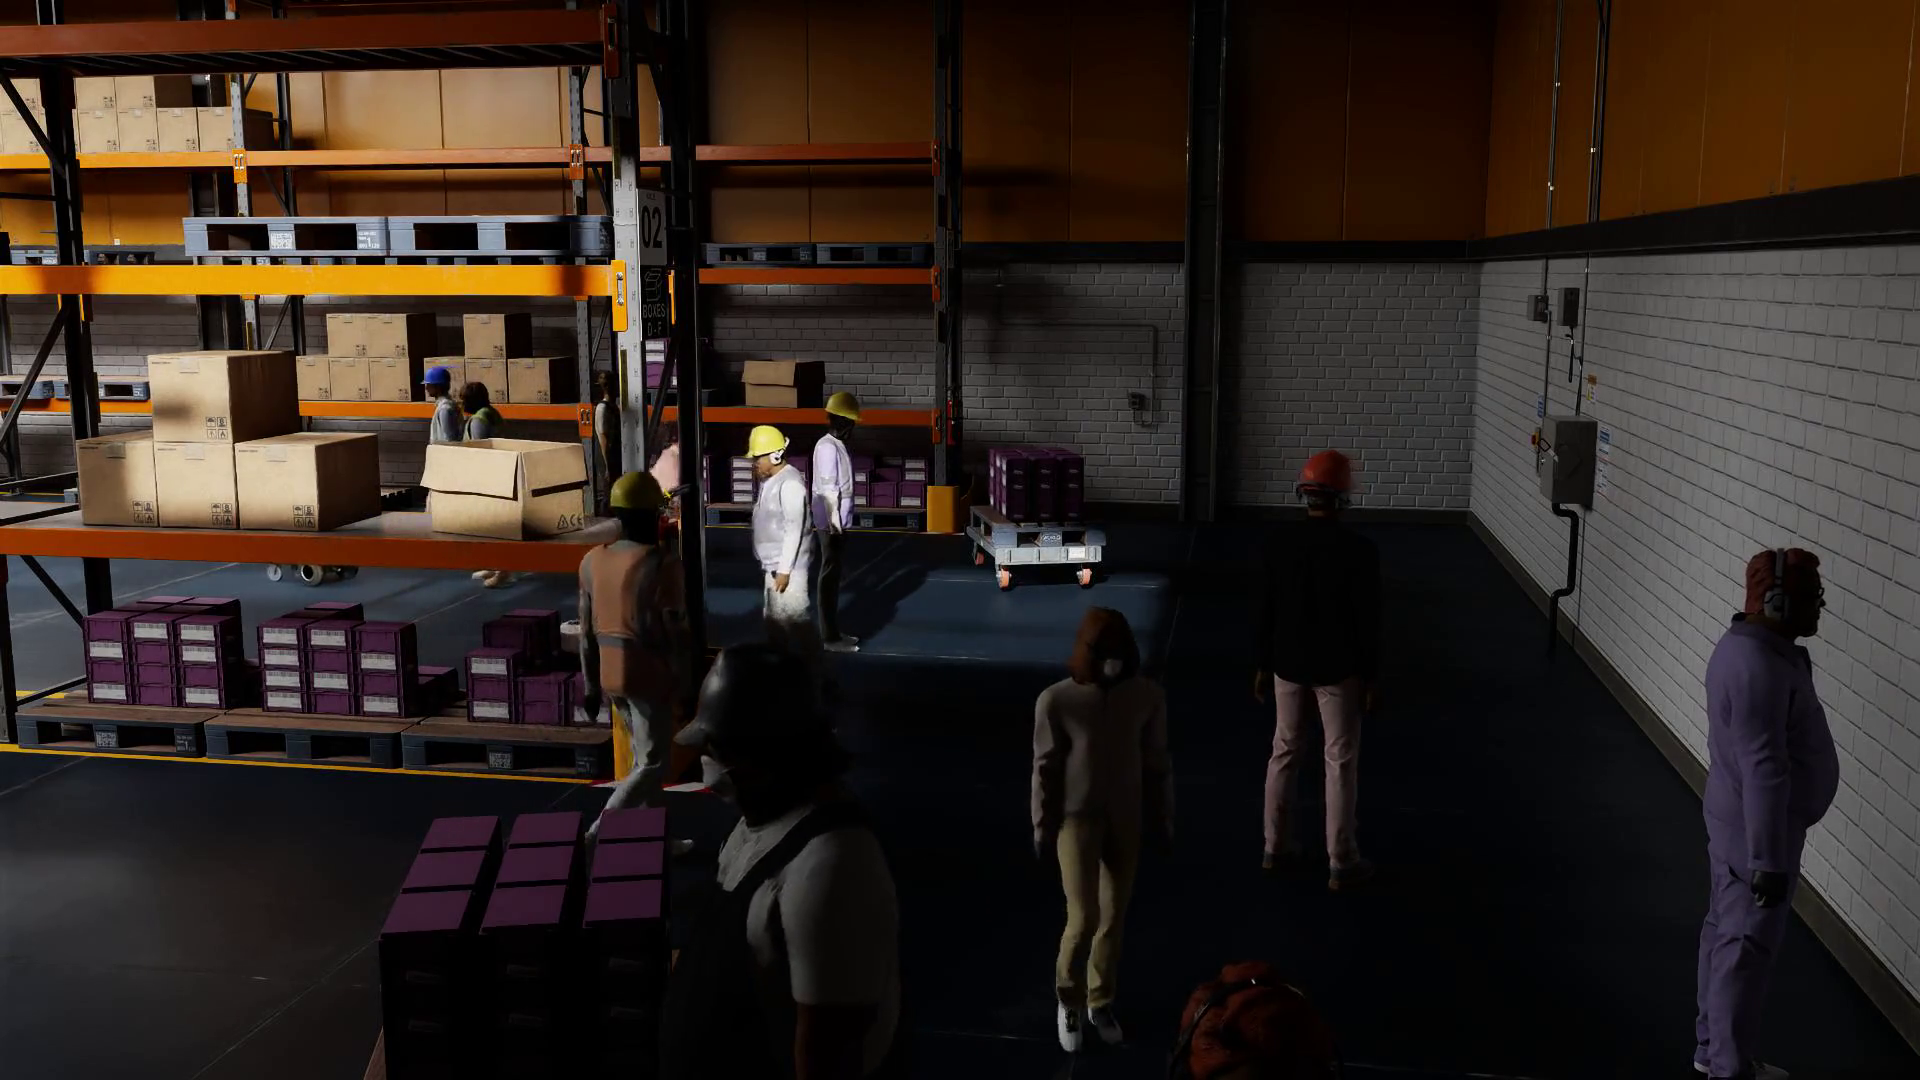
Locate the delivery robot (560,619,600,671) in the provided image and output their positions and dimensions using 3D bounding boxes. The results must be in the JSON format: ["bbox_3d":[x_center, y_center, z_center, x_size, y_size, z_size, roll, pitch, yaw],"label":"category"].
[{"bbox_3d":[-2.369,0.680,11.174,0.707,0.478,0.477,4,10,21],"label":"delivery robot"}]

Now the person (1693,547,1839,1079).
[{"bbox_3d":[2.662,0.967,5.503,0.408,1.908,0.641,3,10,19],"label":"person"}]

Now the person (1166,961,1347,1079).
[{"bbox_3d":[0.380,1.492,2.329,0.585,1.877,0.337,-2,9,-14],"label":"person"}]

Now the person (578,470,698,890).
[{"bbox_3d":[-1.515,0.636,7.586,0.595,1.901,0.794,6,11,35],"label":"person"}]

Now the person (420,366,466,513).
[{"bbox_3d":[-4.950,-0.760,16.273,1.019,1.900,0.629,-2,9,-12],"label":"person"}]

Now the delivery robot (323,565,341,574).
[{"bbox_3d":[-5.893,0.059,15.026,0.707,0.478,0.477,4,10,24],"label":"delivery robot"}]

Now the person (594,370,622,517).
[{"bbox_3d":[-3.380,-0.729,16.208,0.337,1.846,0.514,0,9,-2],"label":"person"}]

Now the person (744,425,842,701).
[{"bbox_3d":[-1.110,0.154,10.872,0.543,1.805,0.760,-4,10,-22],"label":"person"}]

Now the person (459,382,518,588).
[{"bbox_3d":[-4.194,-0.496,14.858,0.531,1.822,0.783,-1,9,-5],"label":"person"}]

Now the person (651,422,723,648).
[{"bbox_3d":[-1.927,0.102,11.145,1.033,1.832,0.718,-2,9,-13],"label":"person"}]

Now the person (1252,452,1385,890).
[{"bbox_3d":[1.656,0.595,7.665,0.645,1.987,0.425,7,11,37],"label":"person"}]

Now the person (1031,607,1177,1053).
[{"bbox_3d":[0.521,1.040,5.955,0.502,1.618,0.423,-3,10,-19],"label":"person"}]

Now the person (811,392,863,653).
[{"bbox_3d":[-0.904,-0.133,12.299,0.391,1.916,0.586,0,9,0],"label":"person"}]
